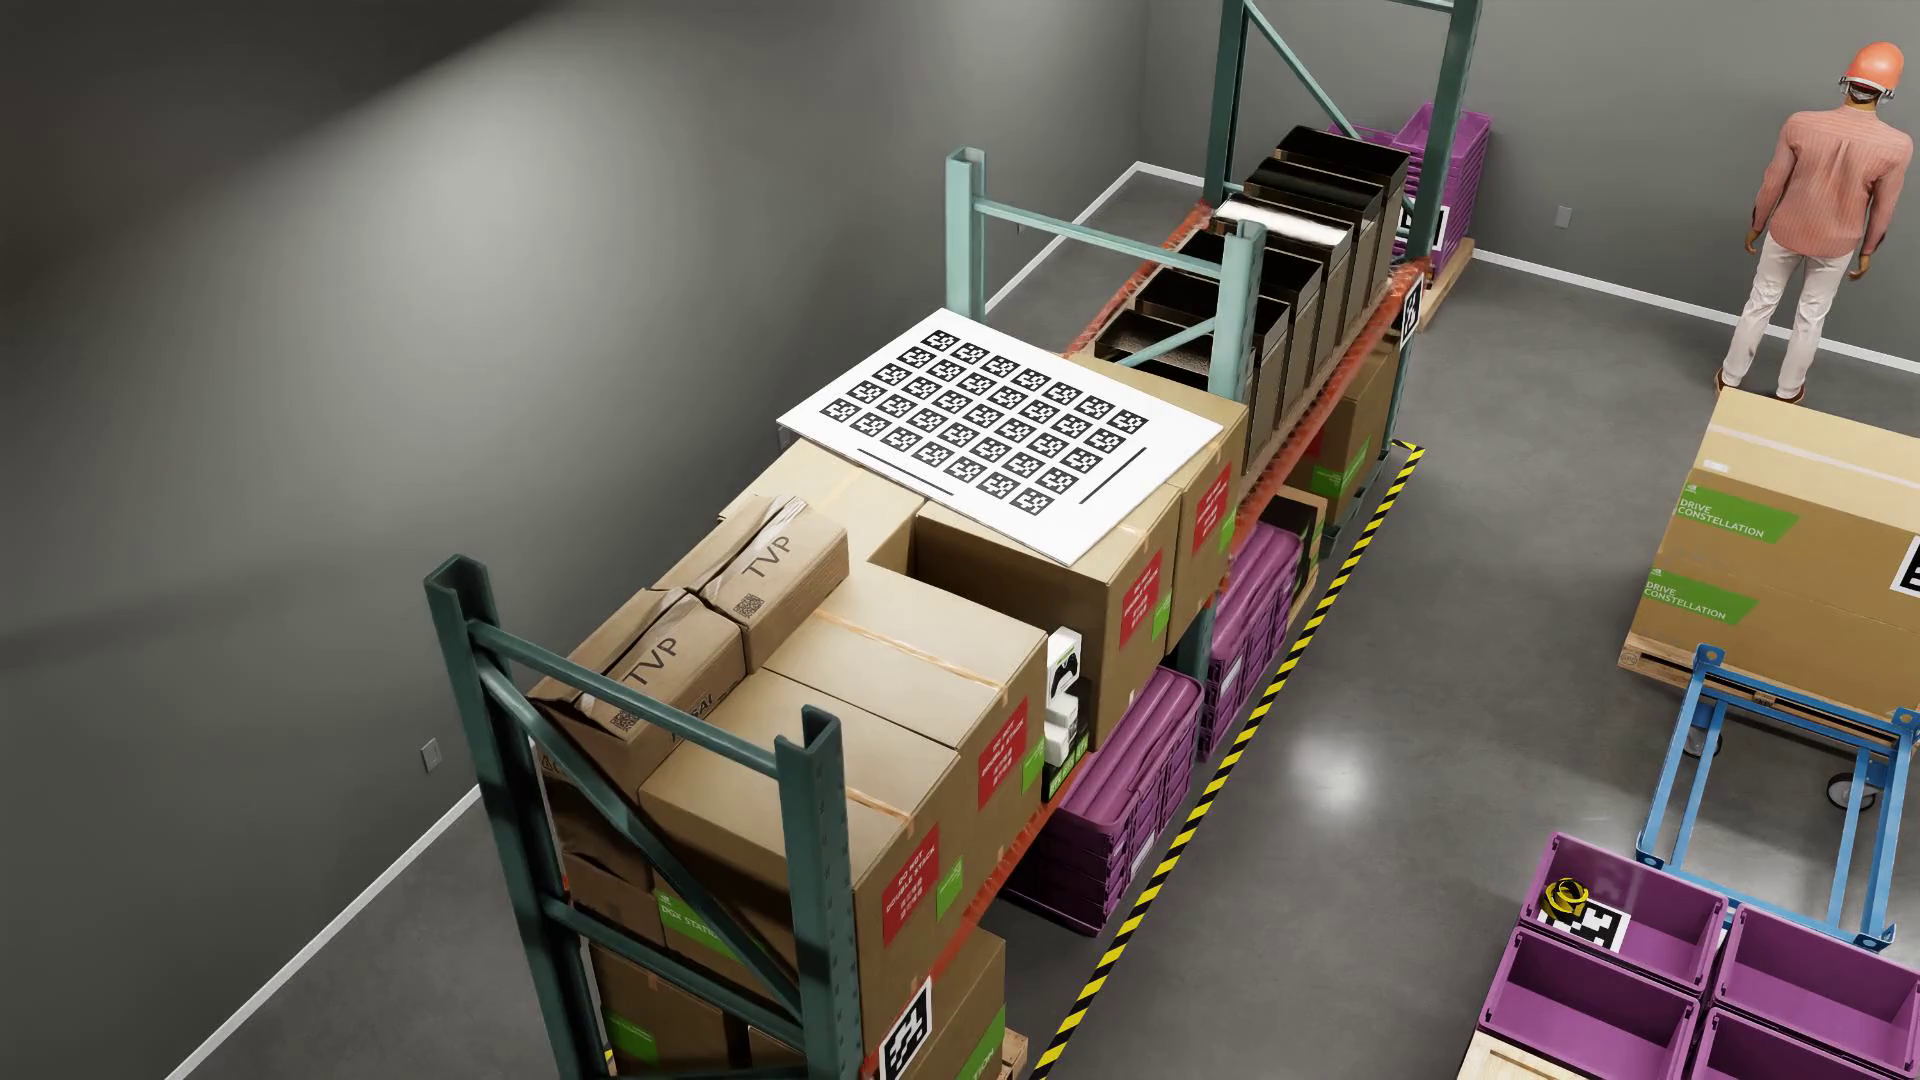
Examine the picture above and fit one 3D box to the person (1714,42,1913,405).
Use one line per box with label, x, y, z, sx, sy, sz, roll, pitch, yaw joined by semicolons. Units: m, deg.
person;4.308;-1.543;8.392;0.622;1.994;0.381;20;44;22
